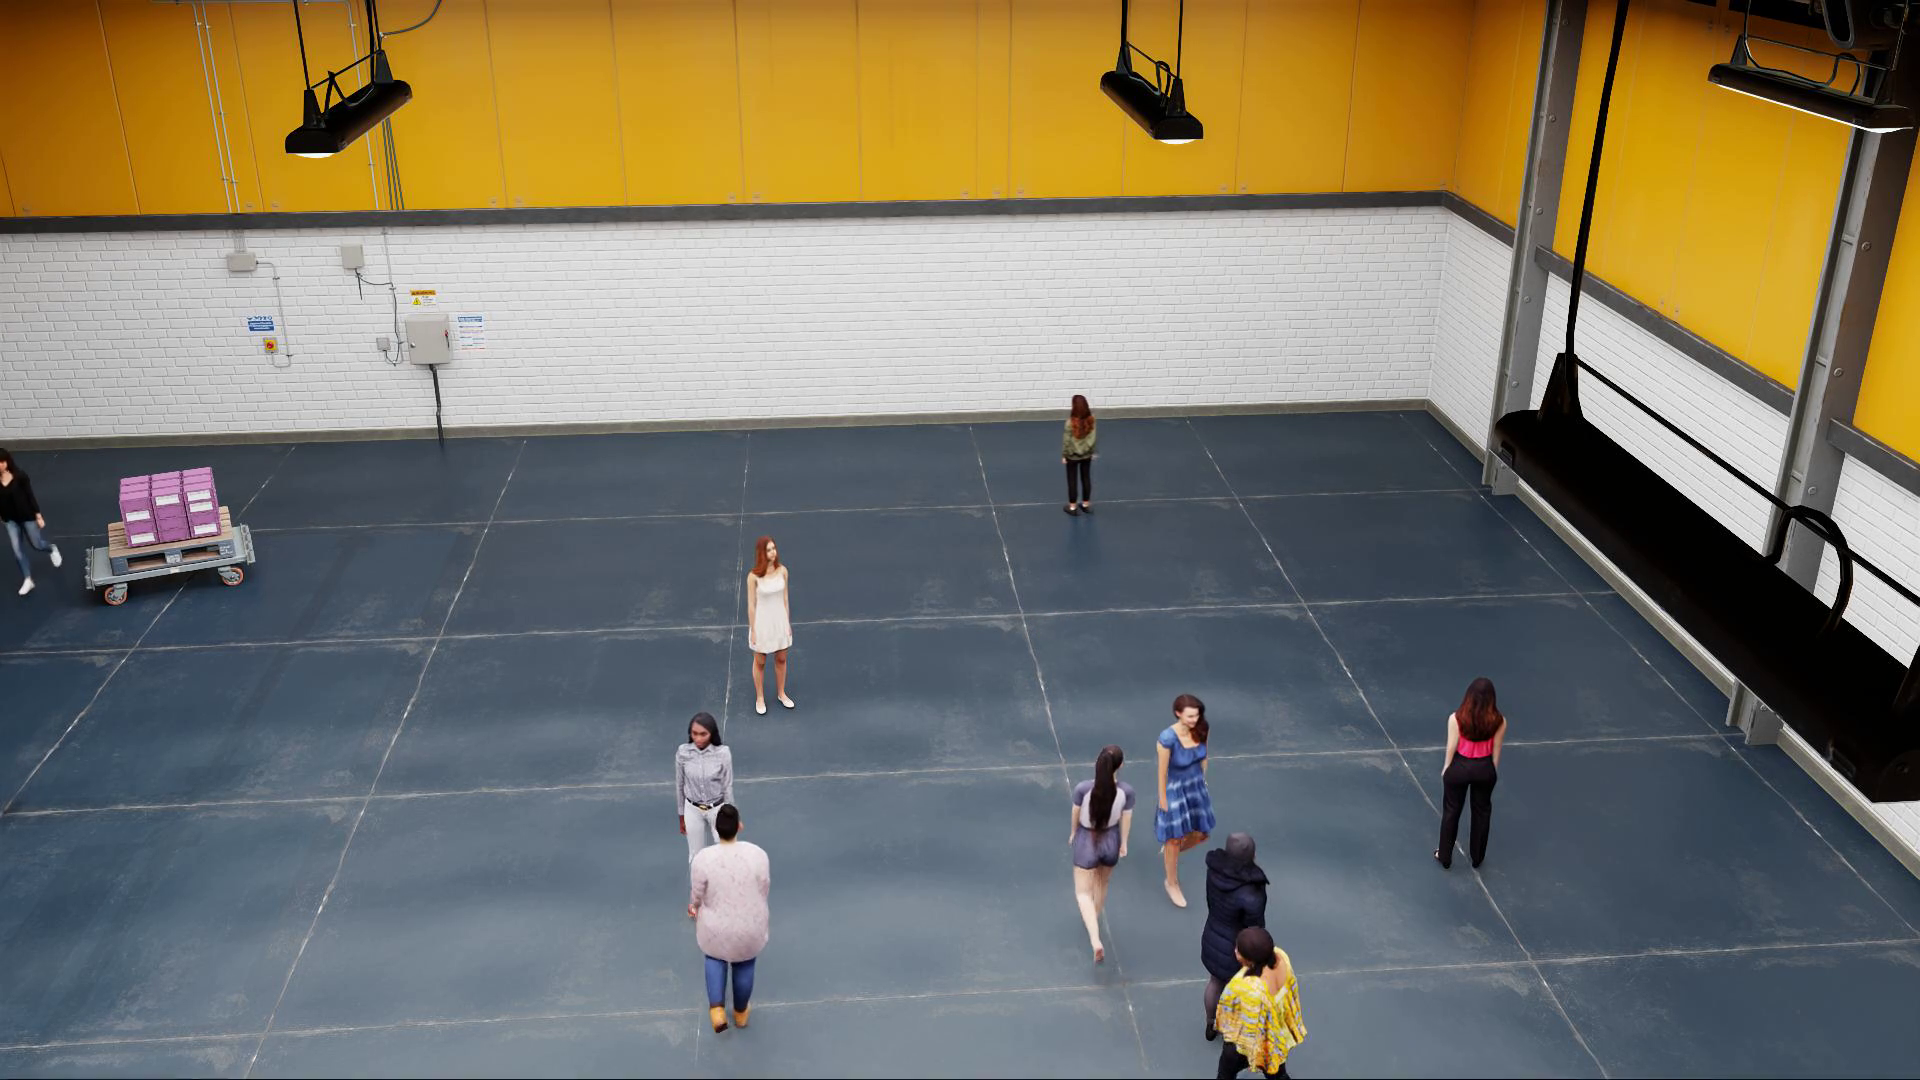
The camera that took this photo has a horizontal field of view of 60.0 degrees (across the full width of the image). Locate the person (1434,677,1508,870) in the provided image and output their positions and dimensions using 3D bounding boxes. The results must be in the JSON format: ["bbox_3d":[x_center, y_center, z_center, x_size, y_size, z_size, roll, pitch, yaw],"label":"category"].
[{"bbox_3d":[3.967,1.803,12.916,0.604,1.660,0.561,2,24,4],"label":"person"}]

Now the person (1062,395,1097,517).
[{"bbox_3d":[1.408,-1.006,19.570,0.642,1.478,0.627,-9,25,-20],"label":"person"}]

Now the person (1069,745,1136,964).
[{"bbox_3d":[0.999,2.258,11.924,0.609,1.622,0.915,-3,24,-7],"label":"person"}]

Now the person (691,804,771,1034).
[{"bbox_3d":[-1.527,2.570,11.071,0.678,1.733,0.786,-4,24,-8],"label":"person"}]

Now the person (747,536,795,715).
[{"bbox_3d":[-1.746,0.758,15.241,0.629,1.713,0.628,-11,26,-23],"label":"person"}]

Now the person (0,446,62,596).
[{"bbox_3d":[-9.973,-0.271,17.711,0.595,1.622,0.947,-4,24,-9],"label":"person"}]

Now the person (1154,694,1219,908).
[{"bbox_3d":[1.614,1.916,12.495,0.834,1.792,0.902,-15,28,-31],"label":"person"}]

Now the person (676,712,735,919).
[{"bbox_3d":[-1.865,2.030,12.320,0.628,1.722,0.576,3,24,7],"label":"person"}]

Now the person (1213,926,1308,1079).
[{"bbox_3d":[1.890,3.066,10.097,1.172,1.605,1.124,18,30,36],"label":"person"}]

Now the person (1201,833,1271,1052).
[{"bbox_3d":[1.797,2.646,10.973,0.845,1.673,0.746,-14,27,-28],"label":"person"}]
